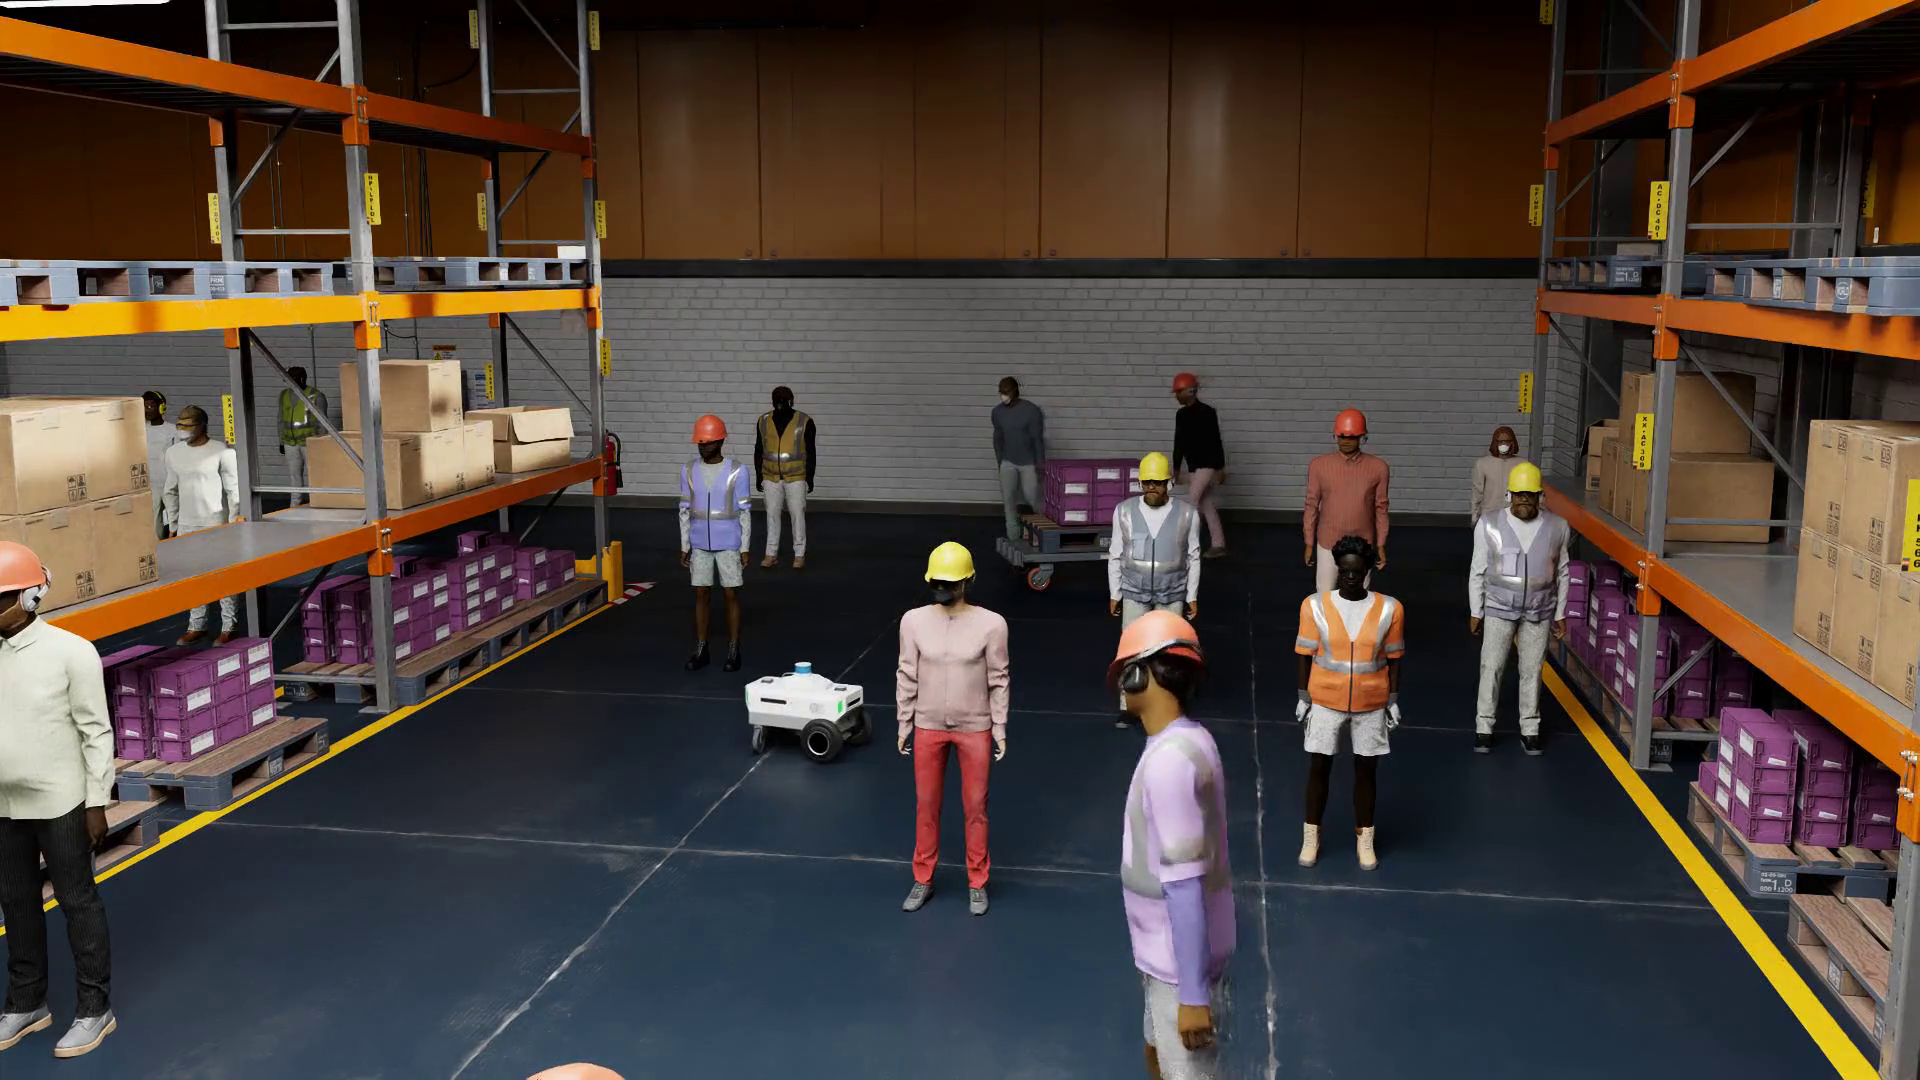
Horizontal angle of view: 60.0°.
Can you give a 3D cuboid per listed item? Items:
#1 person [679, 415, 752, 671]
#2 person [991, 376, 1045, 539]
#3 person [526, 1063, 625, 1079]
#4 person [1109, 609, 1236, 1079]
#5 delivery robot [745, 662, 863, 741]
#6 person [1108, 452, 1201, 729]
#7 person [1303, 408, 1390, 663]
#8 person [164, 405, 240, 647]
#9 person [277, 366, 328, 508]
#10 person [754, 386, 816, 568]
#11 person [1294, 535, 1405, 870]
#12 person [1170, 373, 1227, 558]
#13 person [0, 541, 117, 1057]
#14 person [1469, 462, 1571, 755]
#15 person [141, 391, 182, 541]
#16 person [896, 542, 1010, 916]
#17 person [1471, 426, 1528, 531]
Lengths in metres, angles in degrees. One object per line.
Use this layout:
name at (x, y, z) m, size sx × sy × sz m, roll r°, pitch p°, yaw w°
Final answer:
person at (-1.832, 0.028, 12.401) m, size 0.550 × 1.933 × 0.374 m, roll 2°, pitch 9°, yaw 10°
person at (0.677, -0.819, 17.779) m, size 0.650 × 1.899 × 0.736 m, roll 6°, pitch 11°, yaw 33°
person at (-0.519, 1.652, 2.384) m, size 0.550 × 1.933 × 0.374 m, roll 2°, pitch 9°, yaw 10°
person at (0.617, 1.232, 4.855) m, size 0.418 × 1.996 × 0.790 m, roll 1°, pitch 9°, yaw 8°
delivery robot at (-0.972, 1.003, 10.343) m, size 0.707 × 0.478 × 0.477 m, roll 4°, pitch 10°, yaw 23°
person at (1.260, 0.335, 10.819) m, size 0.598 × 1.830 × 0.403 m, roll 2°, pitch 9°, yaw 10°
person at (2.845, 0.021, 12.268) m, size 0.619 × 1.990 × 0.395 m, roll 2°, pitch 9°, yaw 10°
person at (-6.006, -0.107, 13.226) m, size 0.633 × 1.936 × 0.353 m, roll 2°, pitch 9°, yaw 10°
person at (-7.986, -1.186, 20.178) m, size 0.631 × 1.842 × 0.428 m, roll 2°, pitch 9°, yaw 10°
person at (-1.768, -0.631, 16.754) m, size 0.631 × 1.842 × 0.428 m, roll 2°, pitch 9°, yaw 10°
person at (1.939, 0.810, 8.308) m, size 0.539 × 1.695 × 0.318 m, roll 2°, pitch 9°, yaw 10°
person at (2.417, -0.753, 17.214) m, size 0.899 × 1.933 × 0.618 m, roll -4°, pitch 10°, yaw -21°
person at (-3.530, 0.984, 6.321) m, size 0.619 × 1.992 × 0.396 m, roll 2°, pitch 9°, yaw 10°
person at (3.449, 0.425, 10.264) m, size 0.598 × 1.830 × 0.403 m, roll 2°, pitch 9°, yaw 10°
person at (-7.554, -0.482, 15.749) m, size 0.528 × 1.869 × 0.313 m, roll 2°, pitch 9°, yaw 10°
person at (-0.037, 0.874, 7.706) m, size 0.531 × 1.765 × 0.327 m, roll 2°, pitch 9°, yaw 10°
person at (4.768, -0.192, 14.684) m, size 0.505 × 1.632 × 0.269 m, roll 2°, pitch 9°, yaw 10°
